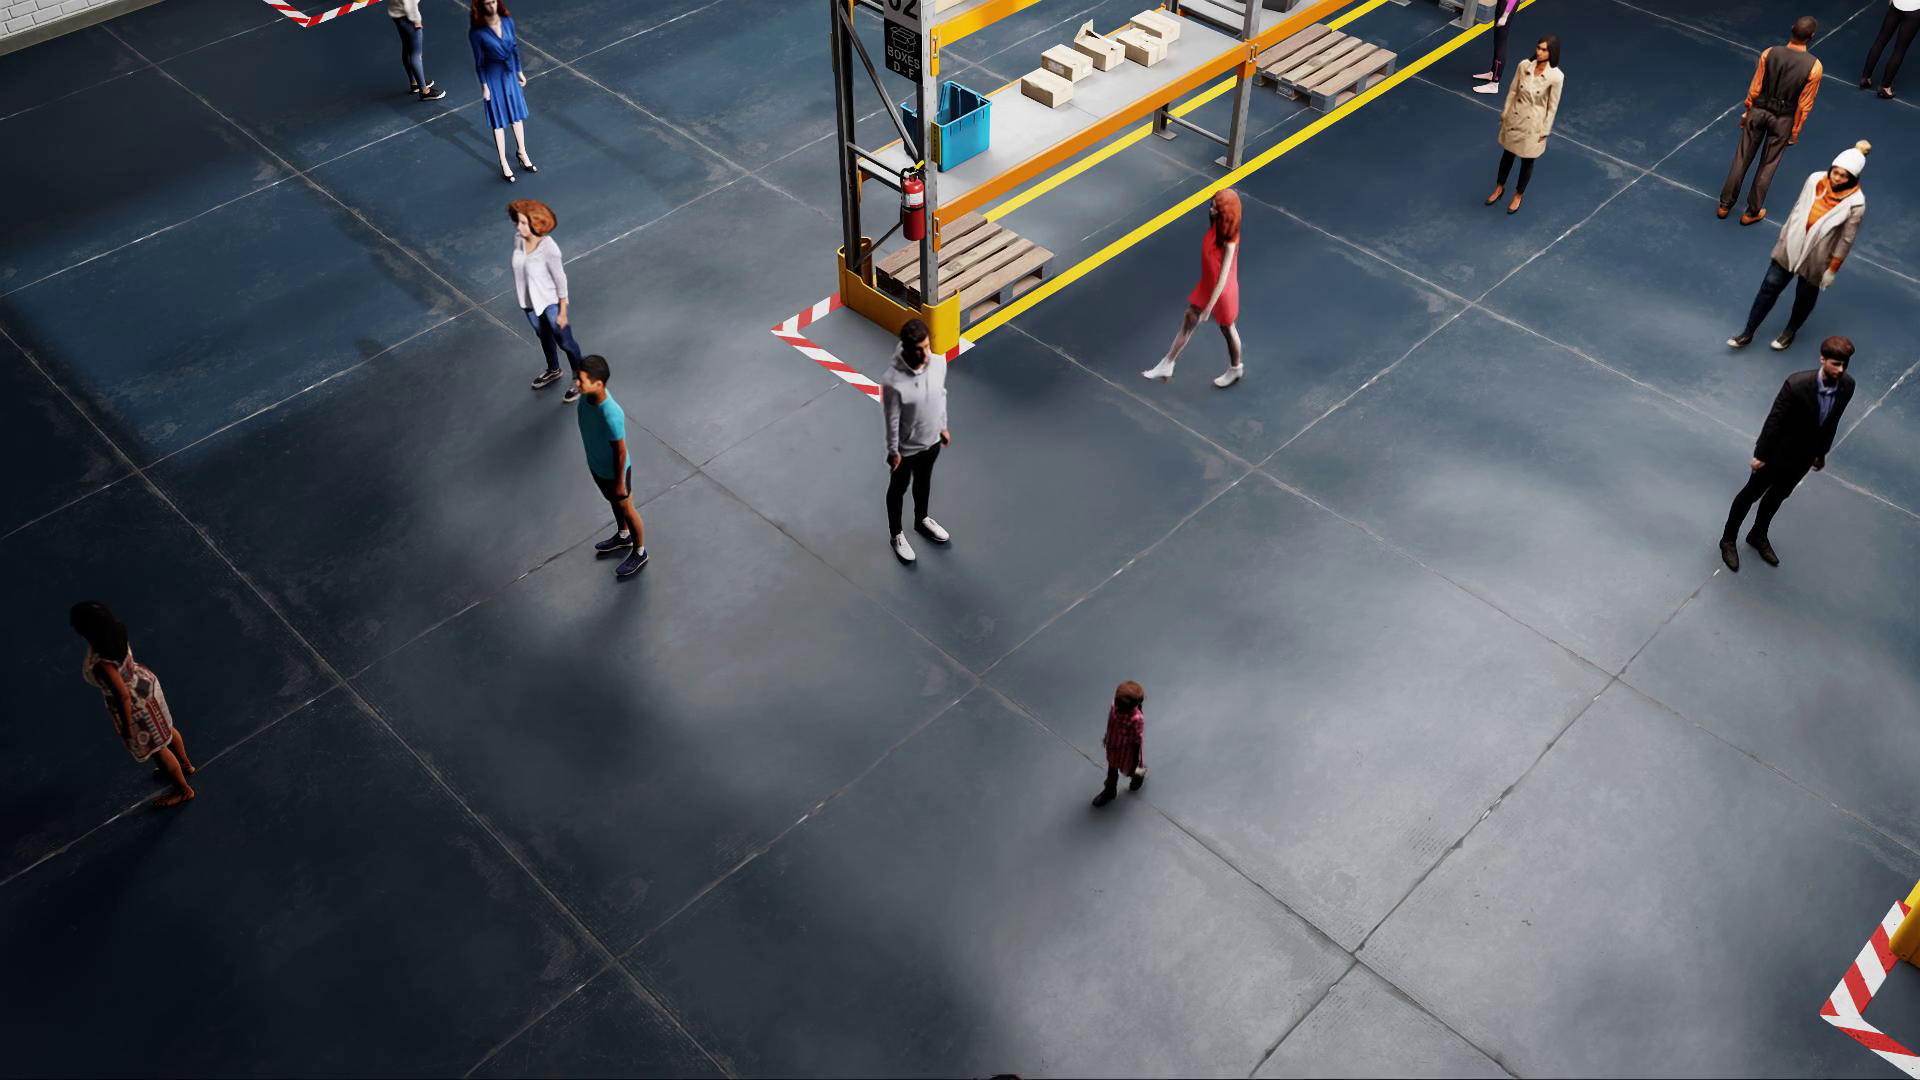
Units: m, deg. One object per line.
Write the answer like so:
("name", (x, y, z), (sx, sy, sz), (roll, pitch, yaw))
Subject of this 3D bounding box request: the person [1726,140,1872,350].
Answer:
("person", (6.763, -2.326, 13.099), (0.914, 1.877, 0.773), (-28, 50, -26))

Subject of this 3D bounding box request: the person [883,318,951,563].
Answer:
("person", (-0.320, -0.717, 11.372), (0.541, 1.929, 0.750), (-30, 51, -27))

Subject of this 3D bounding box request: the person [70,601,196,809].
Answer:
("person", (-4.877, 0.948, 9.830), (0.714, 1.645, 0.725), (-10, 45, -10))

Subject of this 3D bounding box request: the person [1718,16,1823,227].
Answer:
("person", (7.048, -3.643, 14.458), (0.713, 1.908, 0.638), (28, 50, 26))

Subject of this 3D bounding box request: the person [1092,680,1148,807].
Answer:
("person", (1.012, 1.205, 10.016), (0.631, 1.016, 0.474), (-27, 50, -26))

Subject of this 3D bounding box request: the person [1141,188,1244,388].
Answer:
("person", (2.064, -1.876, 12.688), (1.137, 1.791, 0.992), (-7, 44, -7))

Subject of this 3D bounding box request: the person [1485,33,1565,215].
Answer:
("person", (4.996, -3.673, 14.654), (0.502, 1.682, 0.622), (-34, 53, -31))

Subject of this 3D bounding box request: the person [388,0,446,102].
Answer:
("person", (-5.386, -5.107, 16.151), (0.606, 1.692, 0.657), (-25, 49, -24))

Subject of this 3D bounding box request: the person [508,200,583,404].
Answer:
("person", (-3.162, -1.861, 12.729), (0.685, 1.713, 0.666), (25, 49, 24))

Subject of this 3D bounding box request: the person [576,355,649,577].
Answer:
("person", (-2.370, -0.526, 11.282), (0.581, 1.777, 0.654), (-25, 49, -24))

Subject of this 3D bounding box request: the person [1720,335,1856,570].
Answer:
("person", (5.638, -0.625, 11.301), (0.763, 1.894, 0.852), (-5, 44, -5))

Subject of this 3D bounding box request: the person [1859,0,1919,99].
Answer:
("person", (9.191, -5.161, 16.134), (0.608, 1.795, 0.664), (-21, 47, -21))

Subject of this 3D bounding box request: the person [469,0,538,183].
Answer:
("person", (-4.140, -4.135, 15.033), (0.500, 1.828, 0.658), (-34, 53, -30))

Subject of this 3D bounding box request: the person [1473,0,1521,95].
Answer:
("person", (5.344, -5.226, 16.234), (0.720, 1.752, 0.637), (11, 45, 11))
